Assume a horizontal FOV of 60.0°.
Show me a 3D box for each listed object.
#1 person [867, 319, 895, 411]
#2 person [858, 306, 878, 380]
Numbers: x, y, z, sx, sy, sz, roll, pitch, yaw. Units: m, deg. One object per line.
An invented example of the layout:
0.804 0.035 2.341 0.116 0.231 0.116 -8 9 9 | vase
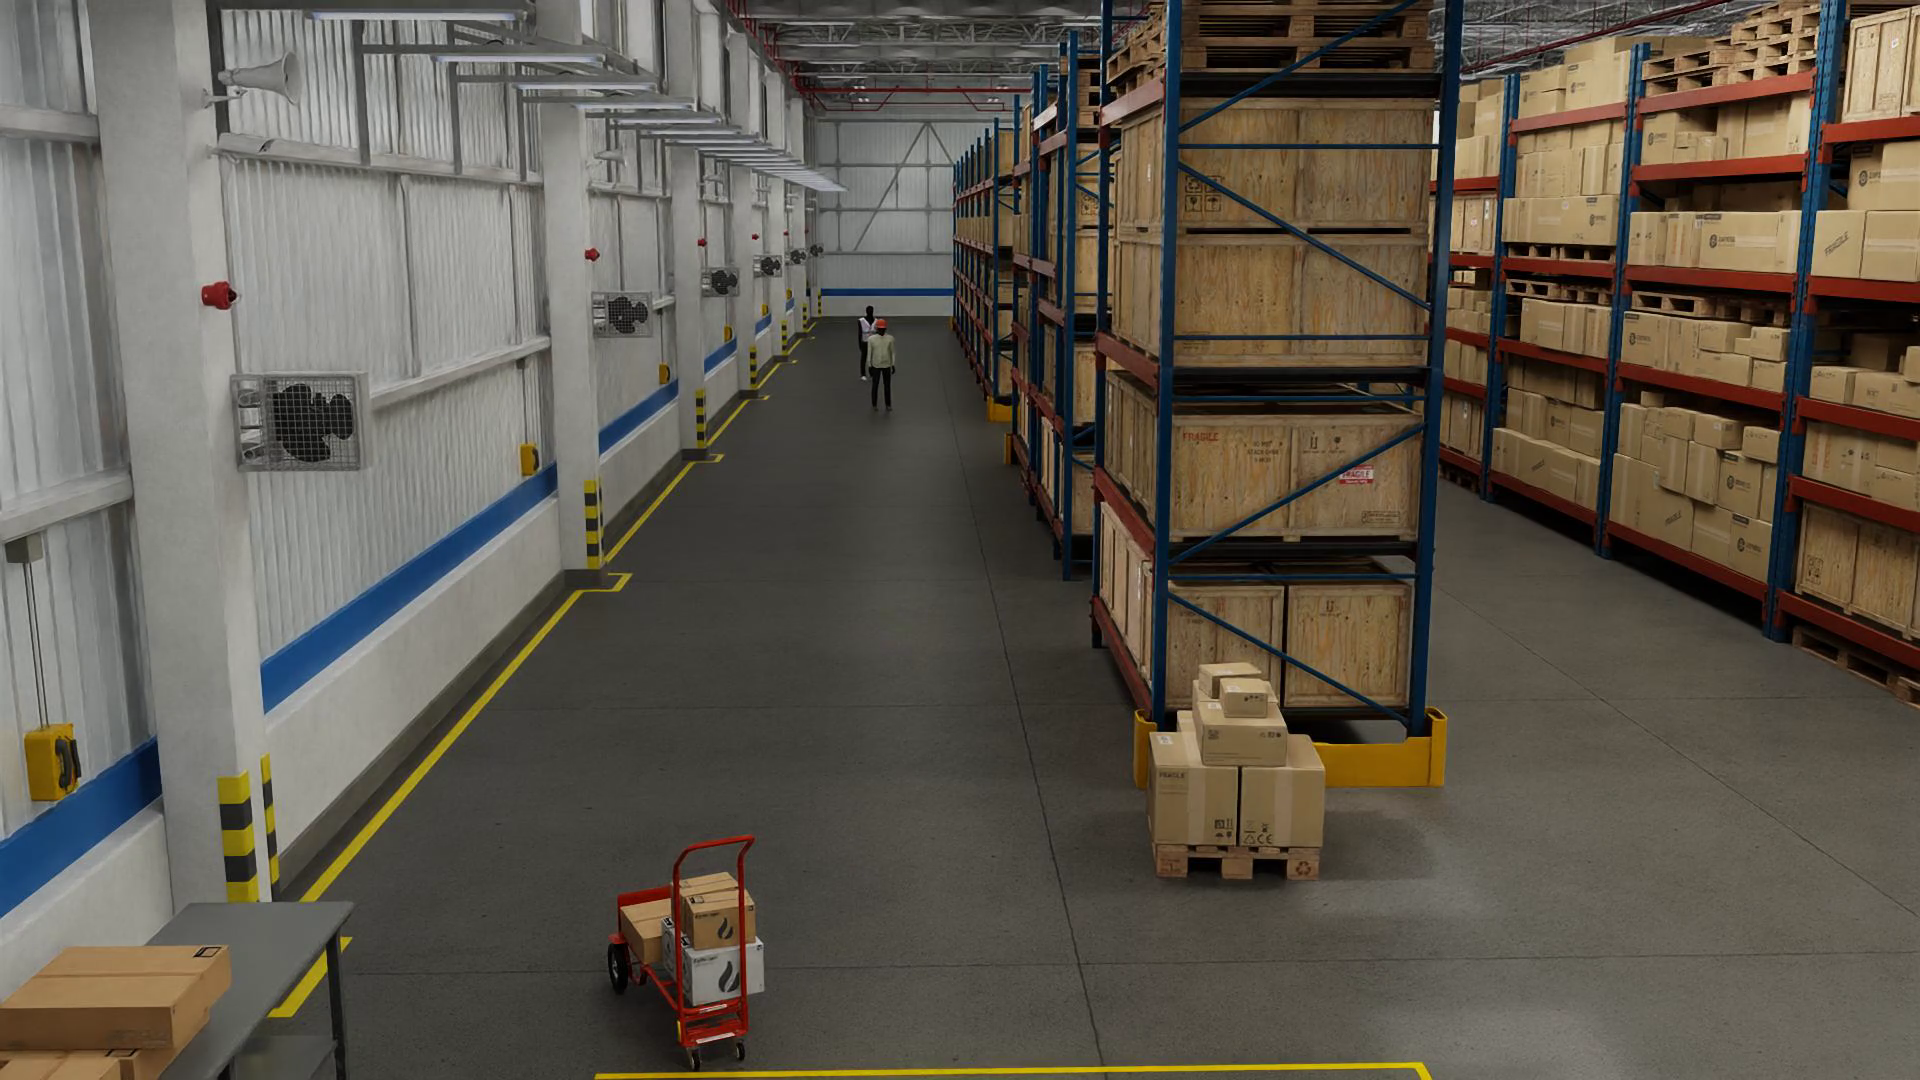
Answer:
-1.687 -3.751 35.705 0.621 1.986 0.411 -3 11 -15 | person
-2.340 -5.060 42.721 0.591 1.910 0.392 -6 12 -28 | person
